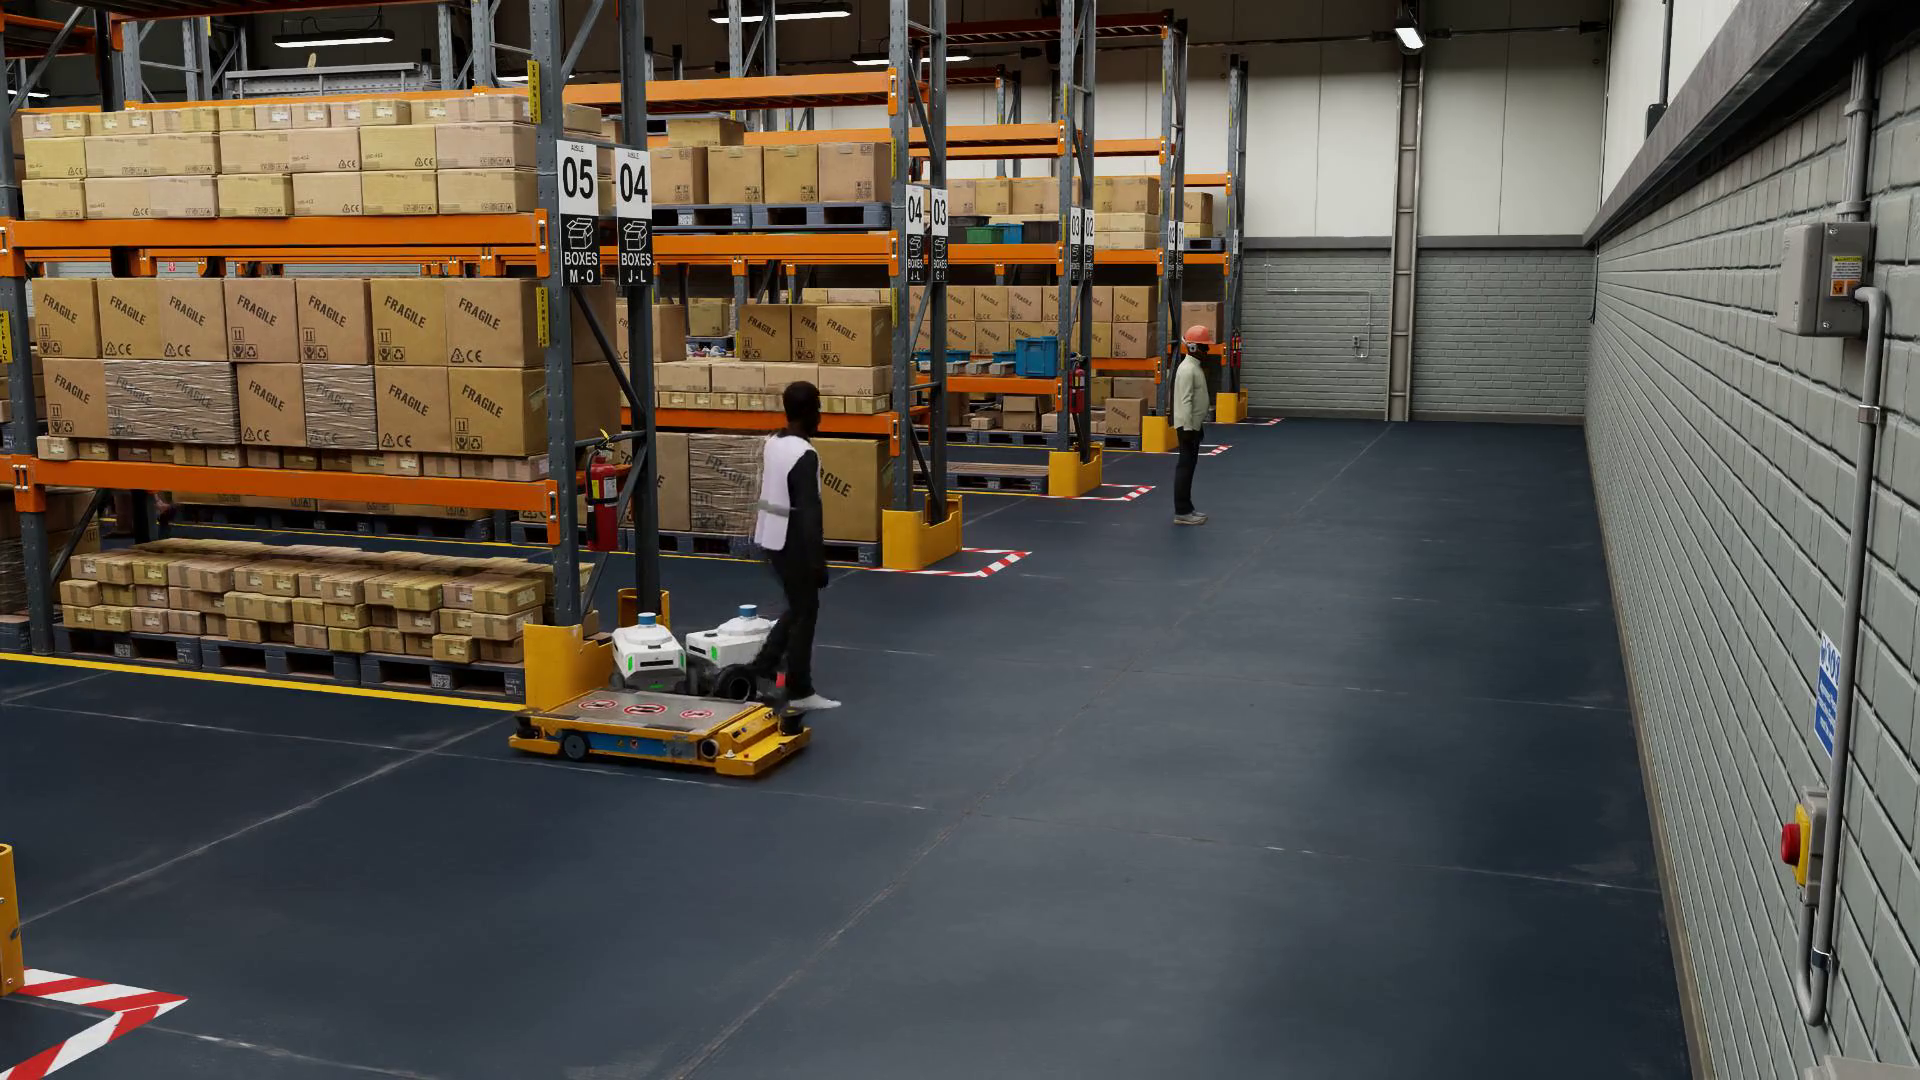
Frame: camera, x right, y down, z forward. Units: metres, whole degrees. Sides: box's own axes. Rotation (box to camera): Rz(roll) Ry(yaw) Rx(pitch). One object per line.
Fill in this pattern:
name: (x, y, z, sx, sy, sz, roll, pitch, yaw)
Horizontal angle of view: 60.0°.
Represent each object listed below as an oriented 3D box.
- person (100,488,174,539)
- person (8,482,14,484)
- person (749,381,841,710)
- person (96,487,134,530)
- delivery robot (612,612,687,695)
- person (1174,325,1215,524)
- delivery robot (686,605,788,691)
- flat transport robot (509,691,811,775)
person: (-7.763, -0.916, 15.548, 0.685, 1.890, 0.656, -1, 9, -4)
person: (-8.888, -0.801, 15.360, 0.858, 1.692, 0.512, 8, 12, 41)
person: (-0.951, 0.053, 9.464, 0.431, 1.905, 0.607, -4, 10, -21)
person: (-8.248, -0.876, 16.000, 0.893, 1.654, 0.533, 4, 10, 24)
delivery robot: (-1.788, 0.659, 9.538, 0.477, 0.478, 0.707, -3, 10, -18)
person: (2.336, -1.151, 16.675, 0.402, 1.988, 0.610, 2, 9, 15)
delivery robot: (-1.237, 0.624, 9.759, 0.707, 0.478, 0.477, -8, 12, -39)
flat transport robot: (-1.566, 0.983, 8.694, 1.431, 0.197, 0.652, 3, 10, 20)
